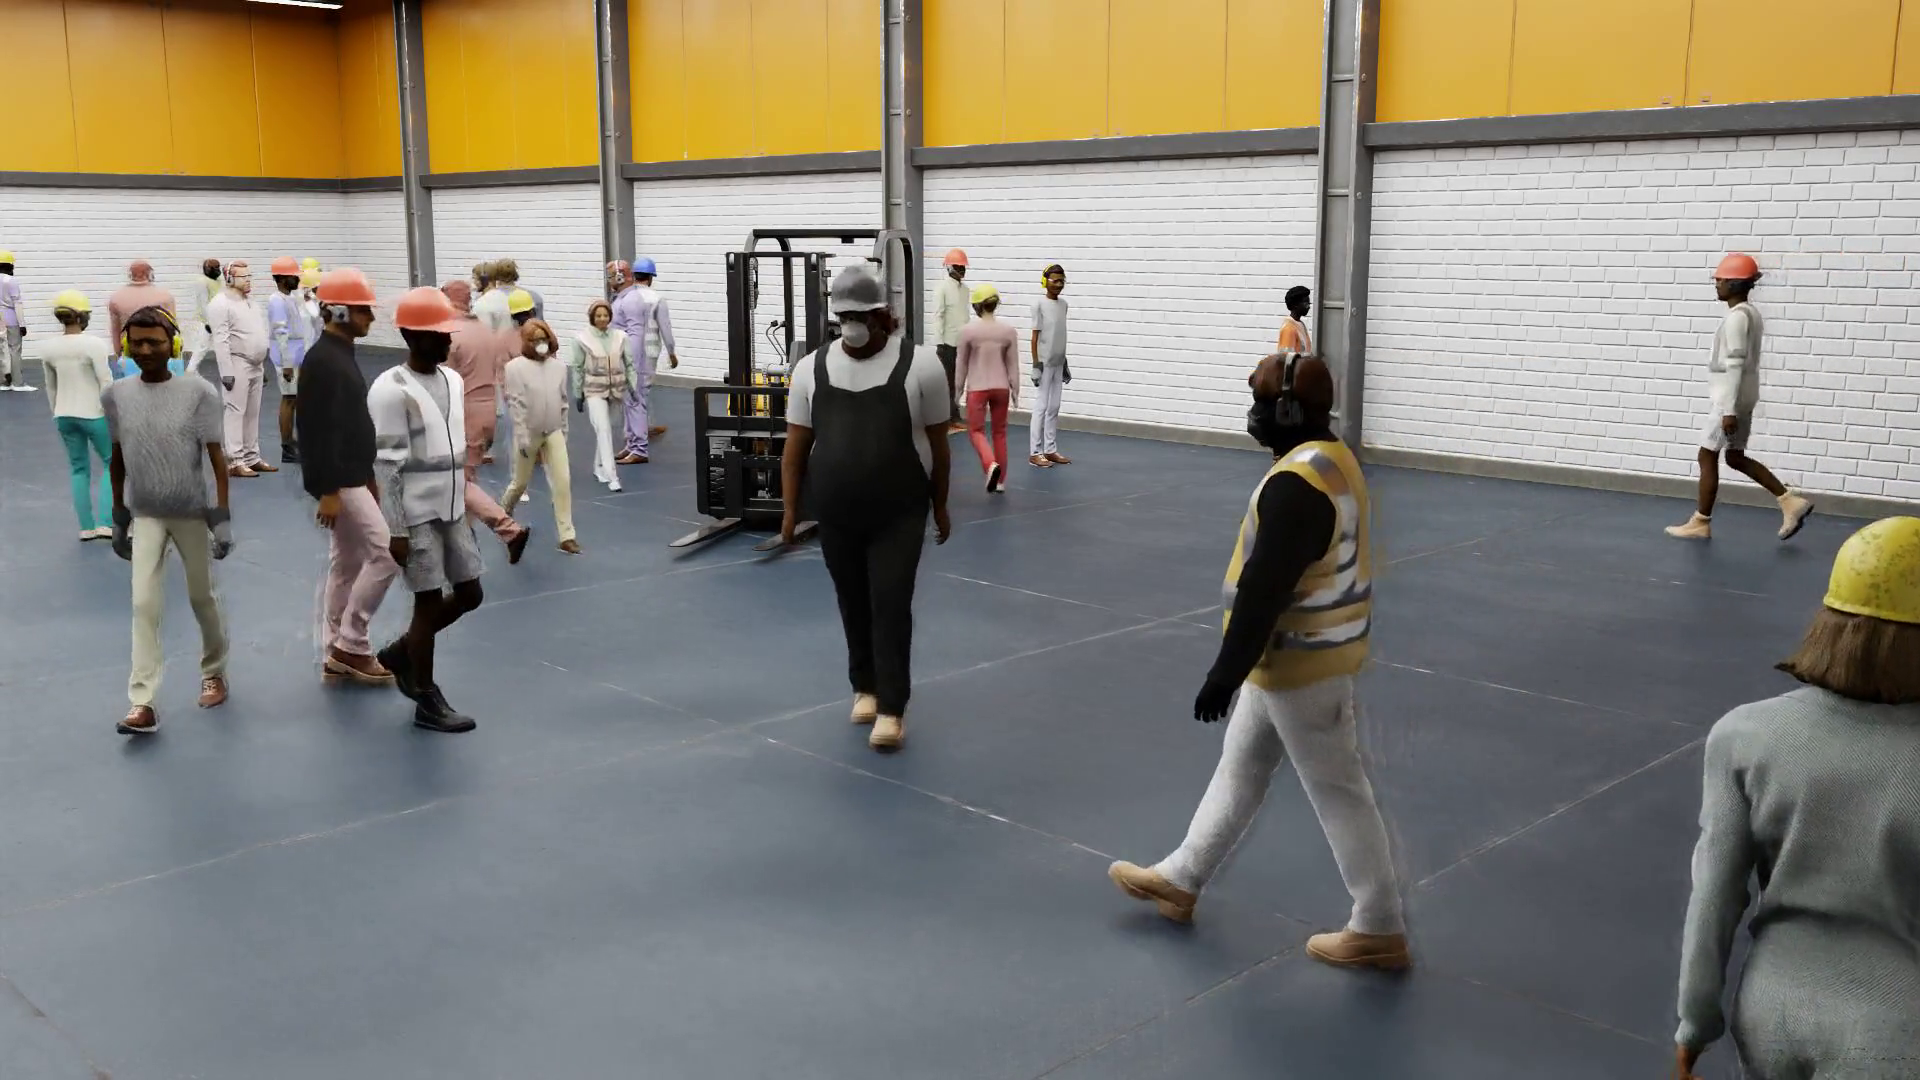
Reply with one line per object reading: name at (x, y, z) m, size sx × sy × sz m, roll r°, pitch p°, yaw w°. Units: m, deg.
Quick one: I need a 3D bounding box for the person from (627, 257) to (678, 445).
person at (-3.157, -1.909, 16.929) m, size 0.612 × 1.905 × 0.918 m, roll 6°, pitch 12°, yaw 29°

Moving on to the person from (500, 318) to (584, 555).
person at (-2.894, -0.719, 11.293) m, size 0.490 × 1.591 × 0.831 m, roll -10°, pitch 15°, yaw -44°

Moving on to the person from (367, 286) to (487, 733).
person at (-2.330, -0.128, 7.183) m, size 0.534 × 1.923 × 0.550 m, roll 4°, pitch 11°, yaw 23°

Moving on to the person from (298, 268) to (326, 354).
person at (-6.324, -1.815, 16.683) m, size 0.725 × 1.805 × 0.584 m, roll 6°, pitch 12°, yaw 30°

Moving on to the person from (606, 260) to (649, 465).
person at (-3.137, -1.659, 15.579) m, size 0.399 × 1.899 × 0.644 m, roll -3°, pitch 11°, yaw -17°

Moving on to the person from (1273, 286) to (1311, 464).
person at (2.968, -1.426, 14.882) m, size 0.322 × 1.689 × 0.530 m, roll 4°, pitch 11°, yaw 20°

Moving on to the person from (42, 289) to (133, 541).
person at (-6.067, -0.851, 11.545) m, size 0.569 × 1.758 × 0.374 m, roll 2°, pitch 11°, yaw 13°

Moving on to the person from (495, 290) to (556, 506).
person at (-3.377, -1.103, 13.073) m, size 0.530 × 1.701 × 0.962 m, roll -6°, pitch 12°, yaw -31°

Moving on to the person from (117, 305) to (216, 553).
person at (-5.322, -0.736, 11.182) m, size 0.533 × 1.667 × 0.684 m, roll 3°, pitch 11°, yaw 15°

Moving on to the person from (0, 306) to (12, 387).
person at (-9.322, -1.662, 15.712) m, size 1.048 × 1.872 × 0.596 m, roll 10°, pitch 14°, yaw 43°

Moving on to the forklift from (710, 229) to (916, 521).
forklift at (-1.050, -1.319, 12.920) m, size 1.214 × 2.155 × 2.313 m, roll 2°, pitch 11°, yaw 13°

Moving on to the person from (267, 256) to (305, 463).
person at (-6.310, -1.699, 15.689) m, size 0.356 × 1.937 × 0.552 m, roll -3°, pitch 11°, yaw -16°

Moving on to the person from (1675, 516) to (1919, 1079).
person at (1.437, 0.806, 2.692) m, size 0.910 × 1.700 × 0.504 m, roll -10°, pitch 14°, yaw -43°

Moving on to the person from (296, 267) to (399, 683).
person at (-2.845, -0.281, 7.833) m, size 0.511 × 1.976 × 0.641 m, roll -3°, pitch 11°, yaw -15°

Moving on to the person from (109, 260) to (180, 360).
person at (-8.371, -1.940, 17.191) m, size 0.679 × 1.860 × 0.952 m, roll -2°, pitch 11°, yaw -12°

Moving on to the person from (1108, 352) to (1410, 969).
person at (0.914, 0.352, 4.891) m, size 0.950 × 1.791 × 0.640 m, roll 3°, pitch 11°, yaw 17°

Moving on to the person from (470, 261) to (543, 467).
person at (-4.166, -1.590, 15.240) m, size 0.894 × 1.911 × 0.636 m, roll 0°, pitch 10°, yaw 3°

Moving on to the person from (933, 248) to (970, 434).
person at (-0.059, -2.147, 17.977) m, size 0.396 × 1.992 × 0.622 m, roll 7°, pitch 12°, yaw 33°

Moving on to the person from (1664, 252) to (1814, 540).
person at (5.434, -0.966, 11.471) m, size 0.860 × 2.025 × 0.608 m, roll 7°, pitch 13°, yaw 34°

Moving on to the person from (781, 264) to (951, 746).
person at (-0.427, -0.161, 7.024) m, size 0.704 × 2.000 × 0.846 m, roll 2°, pitch 11°, yaw 12°

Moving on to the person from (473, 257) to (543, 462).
person at (-4.217, -1.683, 15.623) m, size 0.649 × 1.929 × 0.442 m, roll -3°, pitch 11°, yaw -16°

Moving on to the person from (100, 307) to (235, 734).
person at (-3.465, -0.091, 7.247) m, size 0.557 × 1.825 × 0.885 m, roll -2°, pitch 11°, yaw -9°

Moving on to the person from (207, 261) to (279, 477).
person at (-6.366, -1.519, 14.797) m, size 0.409 × 1.908 × 0.639 m, roll 1°, pitch 10°, yaw 5°

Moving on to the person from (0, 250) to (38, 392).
person at (-12.982, -2.982, 22.714) m, size 0.590 × 1.927 × 0.367 m, roll 4°, pitch 11°, yaw 22°

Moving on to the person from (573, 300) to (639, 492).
person at (-3.015, -1.231, 14.118) m, size 0.508 × 1.601 × 0.865 m, roll -7°, pitch 13°, yaw -34°

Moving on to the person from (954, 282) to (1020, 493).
person at (0.250, -1.222, 13.585) m, size 0.548 × 1.749 × 0.592 m, roll -3°, pitch 11°, yaw -18°

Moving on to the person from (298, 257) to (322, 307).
person at (-8.691, -2.885, 22.441) m, size 0.404 × 1.834 × 0.589 m, roll 5°, pitch 11°, yaw 24°

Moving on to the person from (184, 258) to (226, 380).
person at (-10.964, -3.216, 24.350) m, size 0.949 × 1.802 × 0.639 m, roll 1°, pitch 10°, yaw 5°

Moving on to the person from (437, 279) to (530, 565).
person at (-3.104, -0.722, 10.598) m, size 0.777 × 1.866 × 0.675 m, roll 2°, pitch 11°, yaw 13°

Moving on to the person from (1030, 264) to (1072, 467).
person at (0.848, -1.614, 15.428) m, size 0.310 × 1.864 × 0.532 m, roll 9°, pitch 14°, yaw 39°
